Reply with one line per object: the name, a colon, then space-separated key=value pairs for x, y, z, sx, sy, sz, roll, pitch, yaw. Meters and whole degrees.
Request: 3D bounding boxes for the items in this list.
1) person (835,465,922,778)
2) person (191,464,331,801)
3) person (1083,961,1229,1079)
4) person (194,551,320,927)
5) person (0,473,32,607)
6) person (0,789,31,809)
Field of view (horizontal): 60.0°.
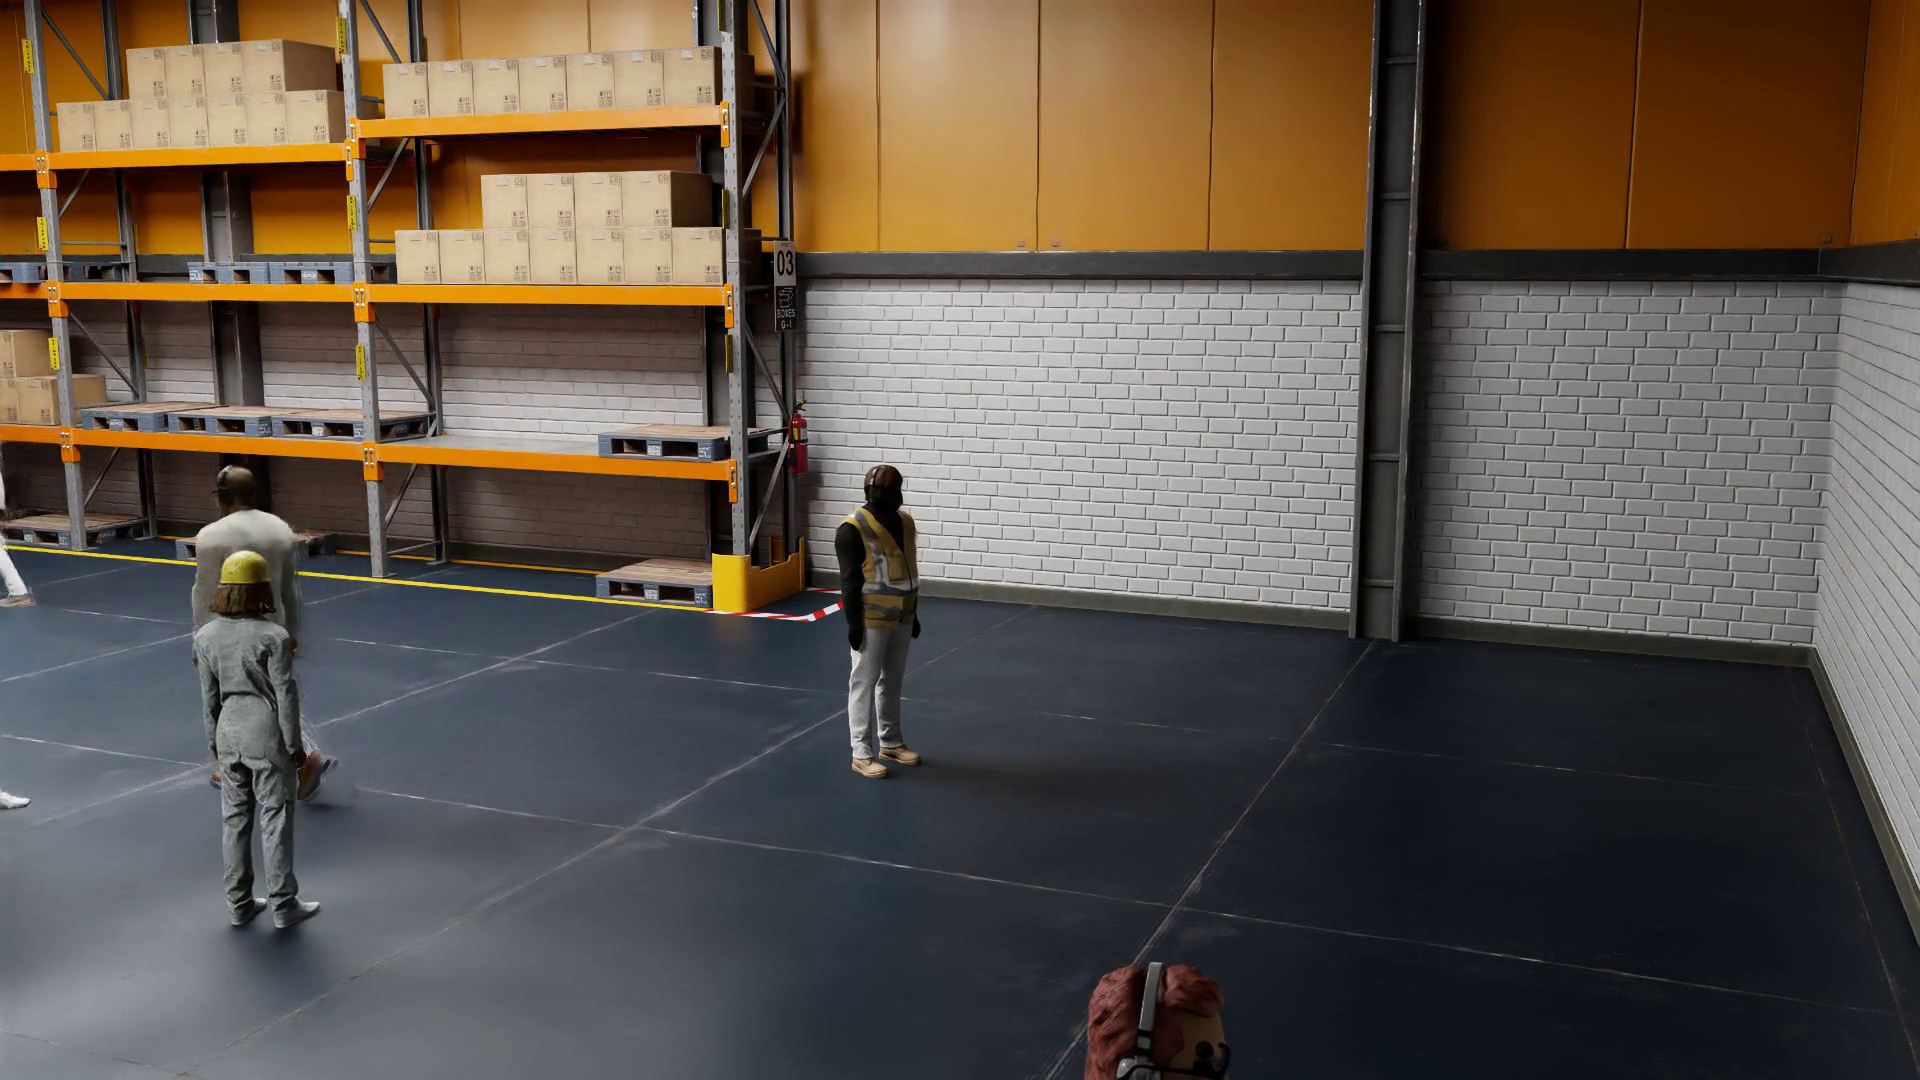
person: x=-0.451 y=0.470 z=9.898 sx=0.429 sy=1.845 sz=0.621 roll=7 pitch=12 yaw=36
person: x=-3.920 y=0.531 z=9.341 sx=0.902 sy=1.903 sz=0.677 roll=4 pitch=10 yaw=23
person: x=0.296 y=1.616 z=2.770 sx=0.401 sy=1.905 sz=0.642 roll=-3 pitch=10 yaw=-15
person: x=-3.208 y=0.906 z=7.578 sx=0.485 sy=1.734 sz=0.311 roll=3 pitch=10 yaw=15
person: x=-8.674 y=-0.300 z=14.601 sx=0.980 sy=1.832 sz=0.598 roll=0 pitch=9 yaw=-1
person: x=-5.636 y=0.601 z=8.984 sx=0.847 sy=1.888 sz=0.602 roll=-1 pitch=9 yaw=-9
